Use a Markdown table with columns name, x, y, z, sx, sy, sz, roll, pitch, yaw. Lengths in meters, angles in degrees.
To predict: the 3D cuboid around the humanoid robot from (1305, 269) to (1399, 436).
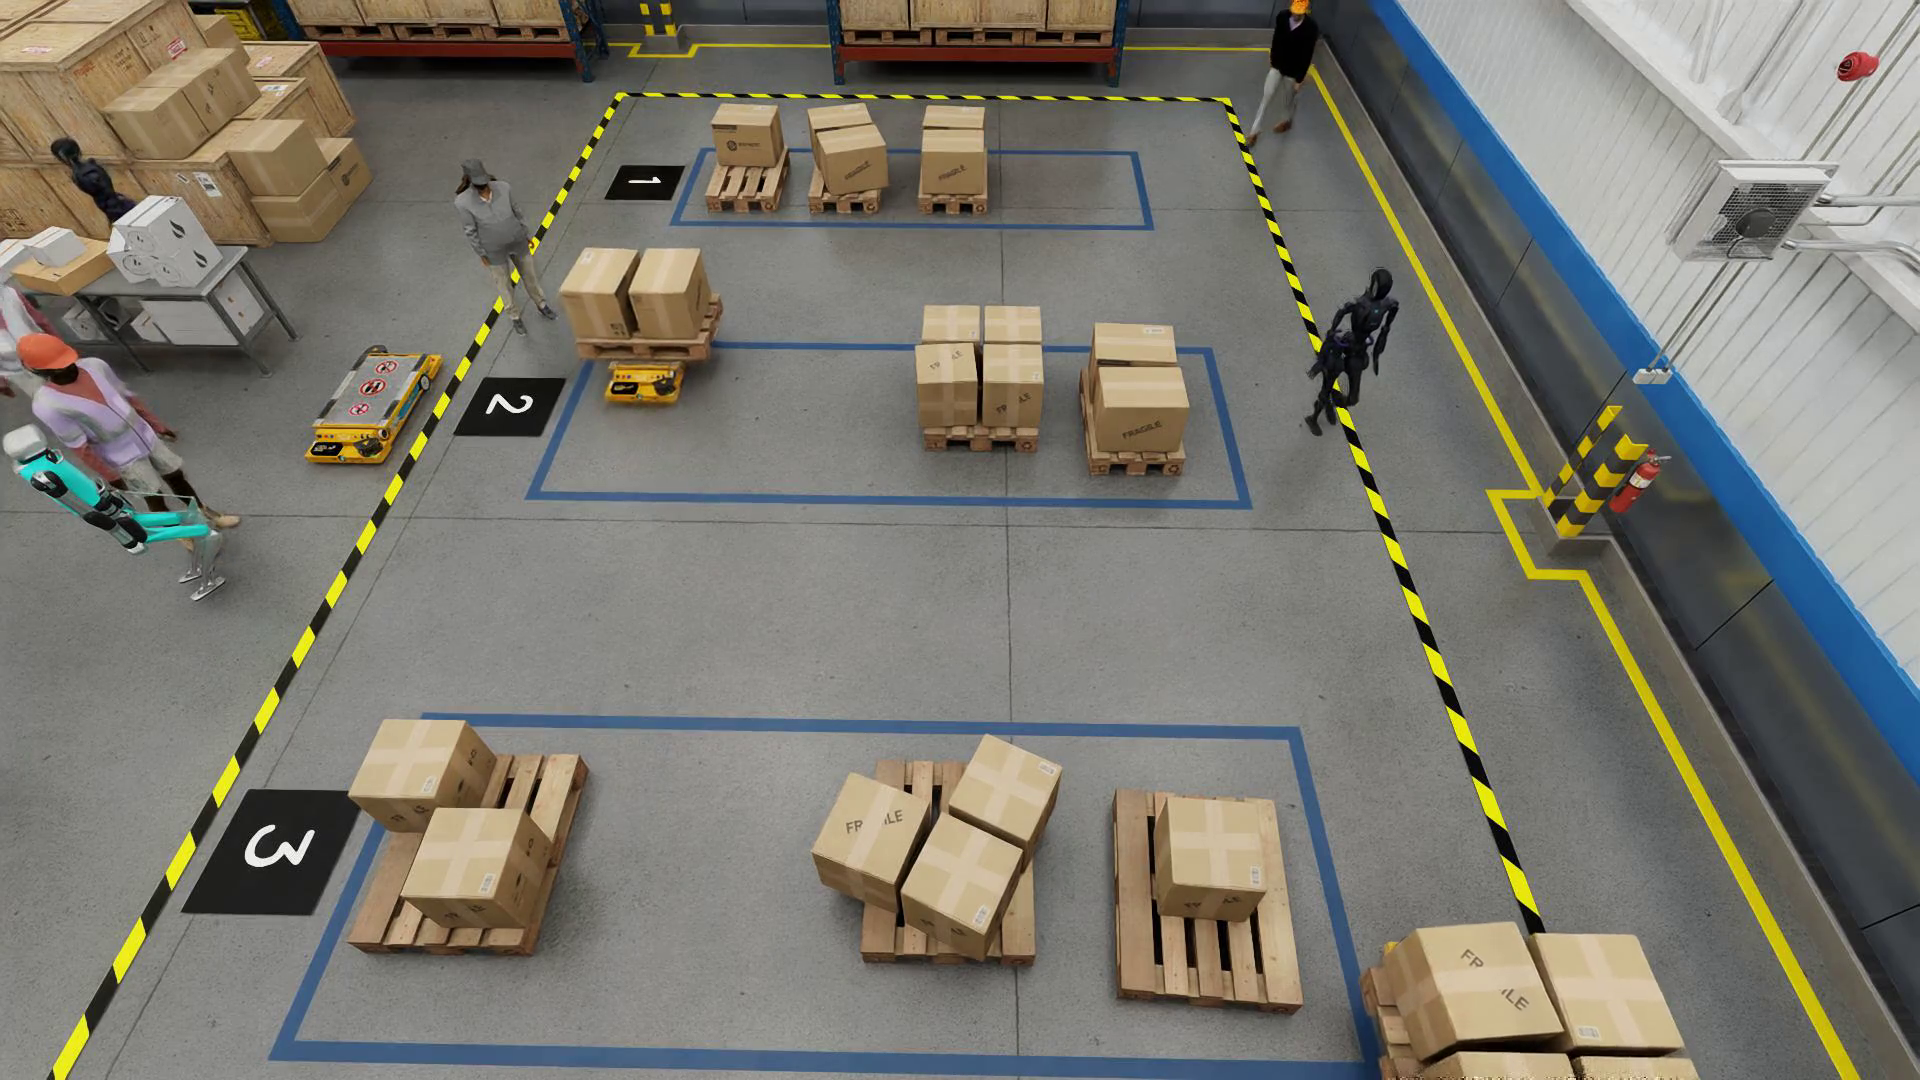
| name | x | y | z | sx | sy | sz | roll | pitch | yaw |
| --- | --- | --- | --- | --- | --- | --- | --- | --- | --- |
| humanoid robot | 3.292 | -1.555 | 7.759 | 0.608 | 1.643 | 0.335 | -7 | 50 | -5 |

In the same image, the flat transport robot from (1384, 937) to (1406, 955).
| name | x | y | z | sx | sy | sz | roll | pitch | yaw |
| --- | --- | --- | --- | --- | --- | --- | --- | --- | --- |
| flat transport robot | 2.820 | 2.895 | 4.899 | 0.652 | 0.197 | 1.431 | 1 | 50 | 1 |

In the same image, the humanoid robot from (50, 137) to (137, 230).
| name | x | y | z | sx | sy | sz | roll | pitch | yaw |
| --- | --- | --- | --- | --- | --- | --- | --- | --- | --- |
| humanoid robot | -8.359 | -3.228 | 9.184 | 0.594 | 1.674 | 0.363 | 25 | 54 | 20 |

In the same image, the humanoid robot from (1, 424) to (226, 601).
| name | x | y | z | sx | sy | sz | roll | pitch | yaw |
| --- | --- | --- | --- | --- | --- | --- | --- | --- | --- |
| humanoid robot | -5.804 | -0.237 | 6.521 | 0.735 | 1.672 | 0.533 | -36 | 59 | -26 |

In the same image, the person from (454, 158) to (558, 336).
| name | x | y | z | sx | sy | sz | roll | pitch | yaw |
| --- | --- | --- | --- | --- | --- | --- | --- | --- | --- |
| person | -4.360 | -2.821 | 8.774 | 0.564 | 1.762 | 0.407 | -36 | 59 | -27 |

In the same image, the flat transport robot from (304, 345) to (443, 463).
| name | x | y | z | sx | sy | sz | roll | pitch | yaw |
| --- | --- | --- | --- | --- | --- | --- | --- | --- | --- |
| flat transport robot | -5.383 | -1.269 | 8.441 | 0.659 | 0.231 | 1.431 | 1 | 50 | 1 |

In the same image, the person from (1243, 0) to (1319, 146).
| name | x | y | z | sx | sy | sz | roll | pitch | yaw |
| --- | --- | --- | --- | --- | --- | --- | --- | --- | --- |
| person | 4.018 | -5.815 | 11.285 | 0.614 | 1.802 | 1.017 | 35 | 58 | 26 |

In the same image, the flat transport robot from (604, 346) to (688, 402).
| name | x | y | z | sx | sy | sz | roll | pitch | yaw |
| --- | --- | --- | --- | --- | --- | --- | --- | --- | --- |
| flat transport robot | -2.967 | -1.895 | 8.952 | 0.652 | 0.197 | 1.431 | 1 | 50 | 1 |

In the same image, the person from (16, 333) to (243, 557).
| name | x | y | z | sx | sy | sz | roll | pitch | yaw |
| --- | --- | --- | --- | --- | --- | --- | --- | --- | --- |
| person | -6.123 | -0.688 | 6.789 | 0.388 | 2.040 | 0.613 | 3 | 50 | 3 |

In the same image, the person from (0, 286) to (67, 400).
| name | x | y | z | sx | sy | sz | roll | pitch | yaw |
| --- | --- | --- | --- | --- | --- | --- | --- | --- | --- |
| person | -7.748 | -1.485 | 7.625 | 0.471 | 1.799 | 0.618 | 25 | 54 | 20 |
